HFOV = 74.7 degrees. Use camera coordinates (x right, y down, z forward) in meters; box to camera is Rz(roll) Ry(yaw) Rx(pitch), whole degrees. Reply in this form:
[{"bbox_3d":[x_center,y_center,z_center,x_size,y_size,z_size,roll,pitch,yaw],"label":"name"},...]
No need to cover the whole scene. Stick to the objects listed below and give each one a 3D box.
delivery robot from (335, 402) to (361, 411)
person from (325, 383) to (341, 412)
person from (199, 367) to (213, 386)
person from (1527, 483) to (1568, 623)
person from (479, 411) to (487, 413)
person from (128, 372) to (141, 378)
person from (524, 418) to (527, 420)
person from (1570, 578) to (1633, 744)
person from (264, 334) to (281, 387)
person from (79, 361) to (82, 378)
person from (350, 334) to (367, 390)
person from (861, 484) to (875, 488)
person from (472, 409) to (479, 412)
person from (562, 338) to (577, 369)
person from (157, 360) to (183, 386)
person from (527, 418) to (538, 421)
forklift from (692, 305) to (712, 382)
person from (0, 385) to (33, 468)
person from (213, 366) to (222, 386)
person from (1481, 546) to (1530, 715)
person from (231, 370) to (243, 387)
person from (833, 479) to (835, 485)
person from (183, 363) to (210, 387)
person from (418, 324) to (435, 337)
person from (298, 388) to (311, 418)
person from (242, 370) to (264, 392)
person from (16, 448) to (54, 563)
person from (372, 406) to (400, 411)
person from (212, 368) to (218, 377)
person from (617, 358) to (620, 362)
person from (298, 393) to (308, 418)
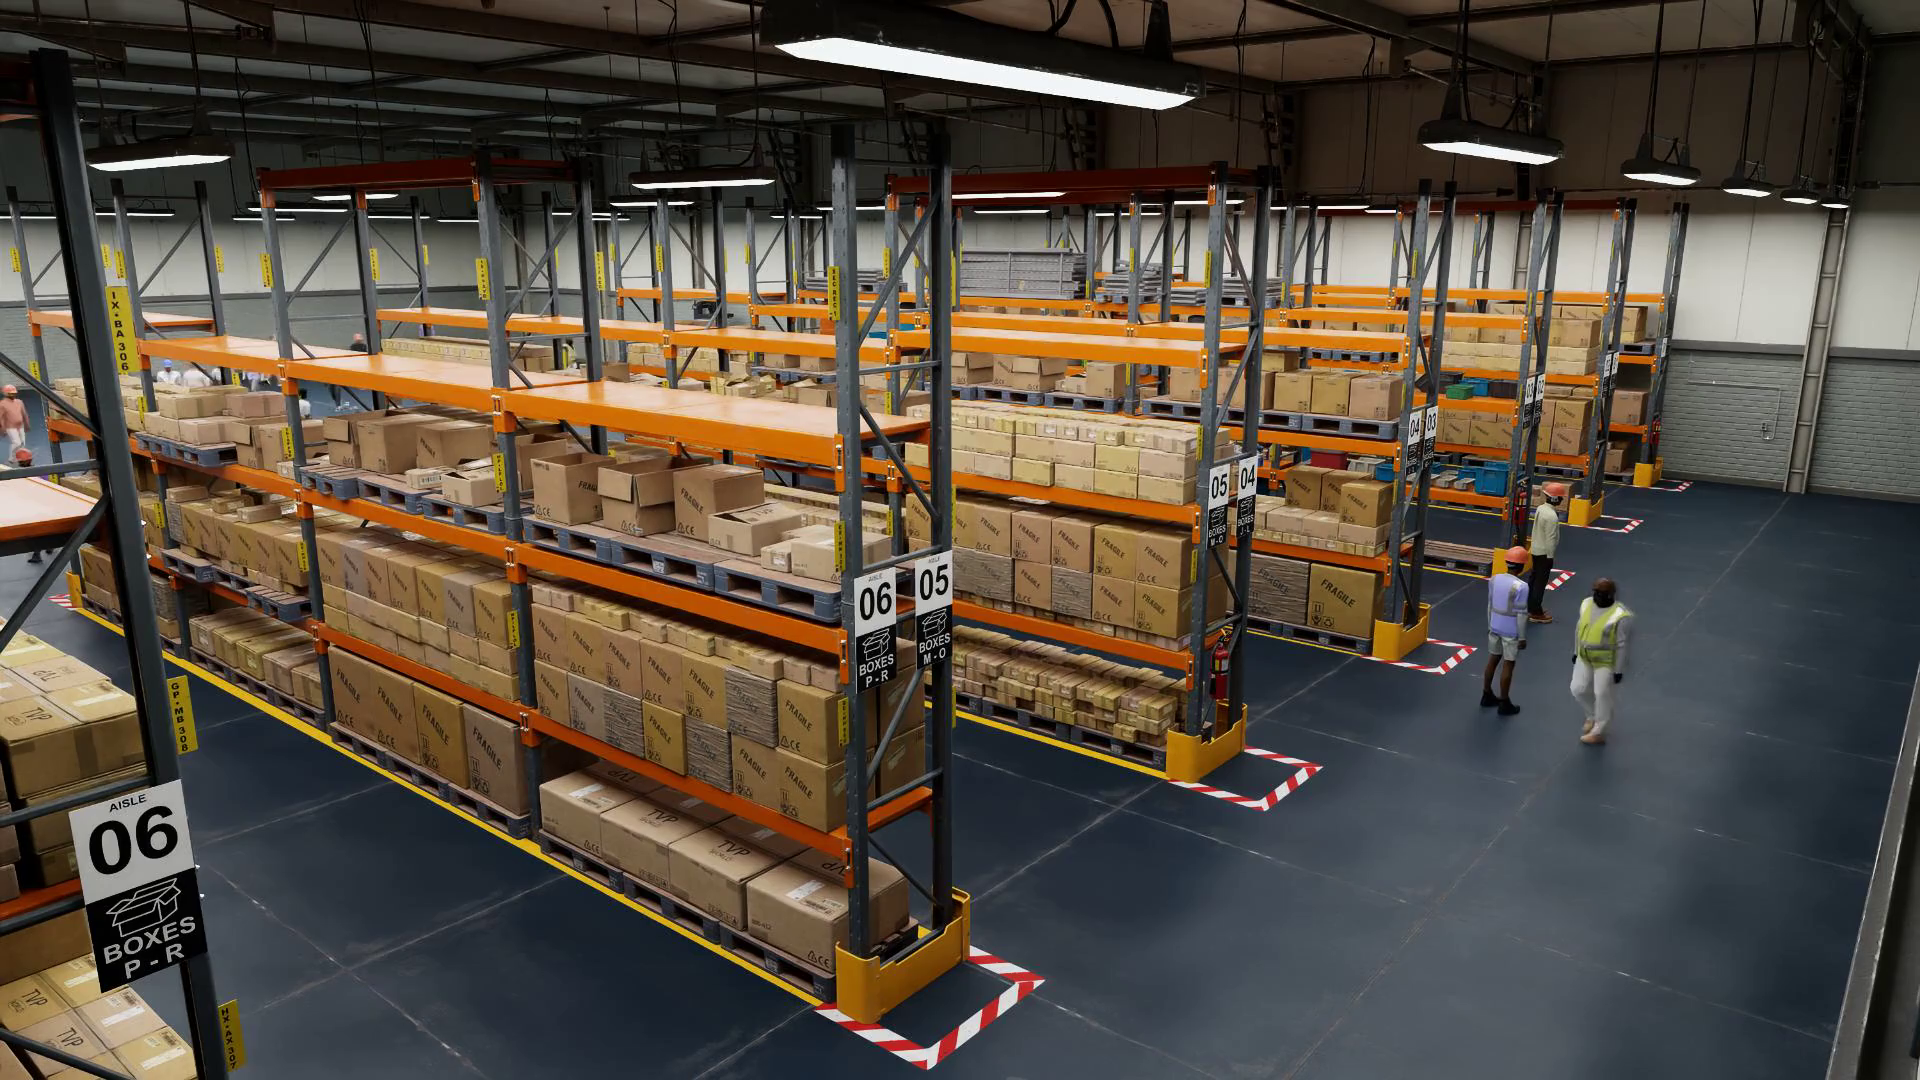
[{"bbox_3d":[-18.003,-3.934,37.008,0.698,0.223,0.335,2,14,8],"label":"delivery robot"},{"bbox_3d":[-19.432,-4.967,39.119,0.593,1.898,0.688,-3,14,-13],"label":"person"},{"bbox_3d":[-21.901,-4.192,36.476,0.534,1.620,0.360,-11,17,-38],"label":"person"},{"bbox_3d":[8.288,0.166,17.814,0.407,1.987,0.614,2,14,8],"label":"person"},{"bbox_3d":[-9.689,-1.774,25.824,0.634,1.976,1.058,-10,17,-36],"label":"person"},{"bbox_3d":[-26.227,-5.231,40.151,0.697,1.919,0.640,12,18,42],"label":"person"},{"bbox_3d":[-11.737,-3.850,34.408,0.589,1.945,0.614,-1,14,-3],"label":"person"},{"bbox_3d":[6.849,1.289,13.507,0.436,1.834,0.670,-6,15,-22],"label":"person"},{"bbox_3d":[-24.600,-6.422,45.106,0.643,1.896,0.578,8,16,29],"label":"person"},{"bbox_3d":[-27.006,-4.811,39.072,0.731,1.605,0.501,-1,14,-6],"label":"person"},{"bbox_3d":[-21.093,-6.272,44.308,0.427,1.974,0.621,11,18,39],"label":"person"},{"bbox_3d":[-2.119,-1.911,27.135,0.610,1.601,0.534,2,14,10],"label":"person"},{"bbox_3d":[-10.411,-1.997,27.190,0.367,1.749,0.552,12,18,41],"label":"person"},{"bbox_3d":[-14.057,-6.404,45.205,0.867,1.815,0.632,3,14,12],"label":"person"},{"bbox_3d":[-22.241,-4.104,35.533,0.618,1.893,0.988,-9,16,-32],"label":"person"},{"bbox_3d":[-8.736,-1.725,25.832,0.650,1.869,0.586,10,17,35],"label":"person"},{"bbox_3d":[-9.511,-7.392,47.124,1.873,2.768,1.129,11,17,38],"label":"forklift"},{"bbox_3d":[-22.004,-2.633,29.349,0.436,1.978,0.623,2,14,9],"label":"person"},{"bbox_3d":[-21.083,-4.265,36.011,0.647,2.000,0.703,-4,14,-16],"label":"person"},{"bbox_3d":[6.286,1.015,14.447,0.386,1.929,0.548,-5,14,-19],"label":"person"},{"bbox_3d":[-20.685,-4.054,35.940,0.563,1.621,0.493,0,14,-1],"label":"person"},{"bbox_3d":[-2.596,-2.183,27.569,0.372,1.940,0.632,11,18,39],"label":"person"},{"bbox_3d":[-21.653,-4.169,35.906,0.648,1.853,1.027,2,14,7],"label":"person"},{"bbox_3d":[-22.755,-8.558,53.850,0.645,1.913,0.409,-3,14,-12],"label":"person"},{"bbox_3d":[-16.156,-2.907,31.081,0.547,1.676,0.510,5,15,21],"label":"person"},{"bbox_3d":[-22.399,-5.165,39.968,0.589,1.882,0.985,4,14,16],"label":"person"},{"bbox_3d":[-15.635,-0.626,21.253,0.553,1.898,0.983,-3,14,-12],"label":"person"},{"bbox_3d":[-13.246,-2.515,29.165,0.647,1.824,0.452,-4,14,-15],"label":"person"},{"bbox_3d":[-21.443,-4.397,36.797,0.553,1.881,0.896,-1,14,-3],"label":"person"},{"bbox_3d":[-9.910,-4.457,37.131,0.389,1.838,0.563,12,18,40],"label":"person"},{"bbox_3d":[-15.463,-2.585,29.394,0.552,1.856,0.646,-4,14,-15],"label":"person"}]
